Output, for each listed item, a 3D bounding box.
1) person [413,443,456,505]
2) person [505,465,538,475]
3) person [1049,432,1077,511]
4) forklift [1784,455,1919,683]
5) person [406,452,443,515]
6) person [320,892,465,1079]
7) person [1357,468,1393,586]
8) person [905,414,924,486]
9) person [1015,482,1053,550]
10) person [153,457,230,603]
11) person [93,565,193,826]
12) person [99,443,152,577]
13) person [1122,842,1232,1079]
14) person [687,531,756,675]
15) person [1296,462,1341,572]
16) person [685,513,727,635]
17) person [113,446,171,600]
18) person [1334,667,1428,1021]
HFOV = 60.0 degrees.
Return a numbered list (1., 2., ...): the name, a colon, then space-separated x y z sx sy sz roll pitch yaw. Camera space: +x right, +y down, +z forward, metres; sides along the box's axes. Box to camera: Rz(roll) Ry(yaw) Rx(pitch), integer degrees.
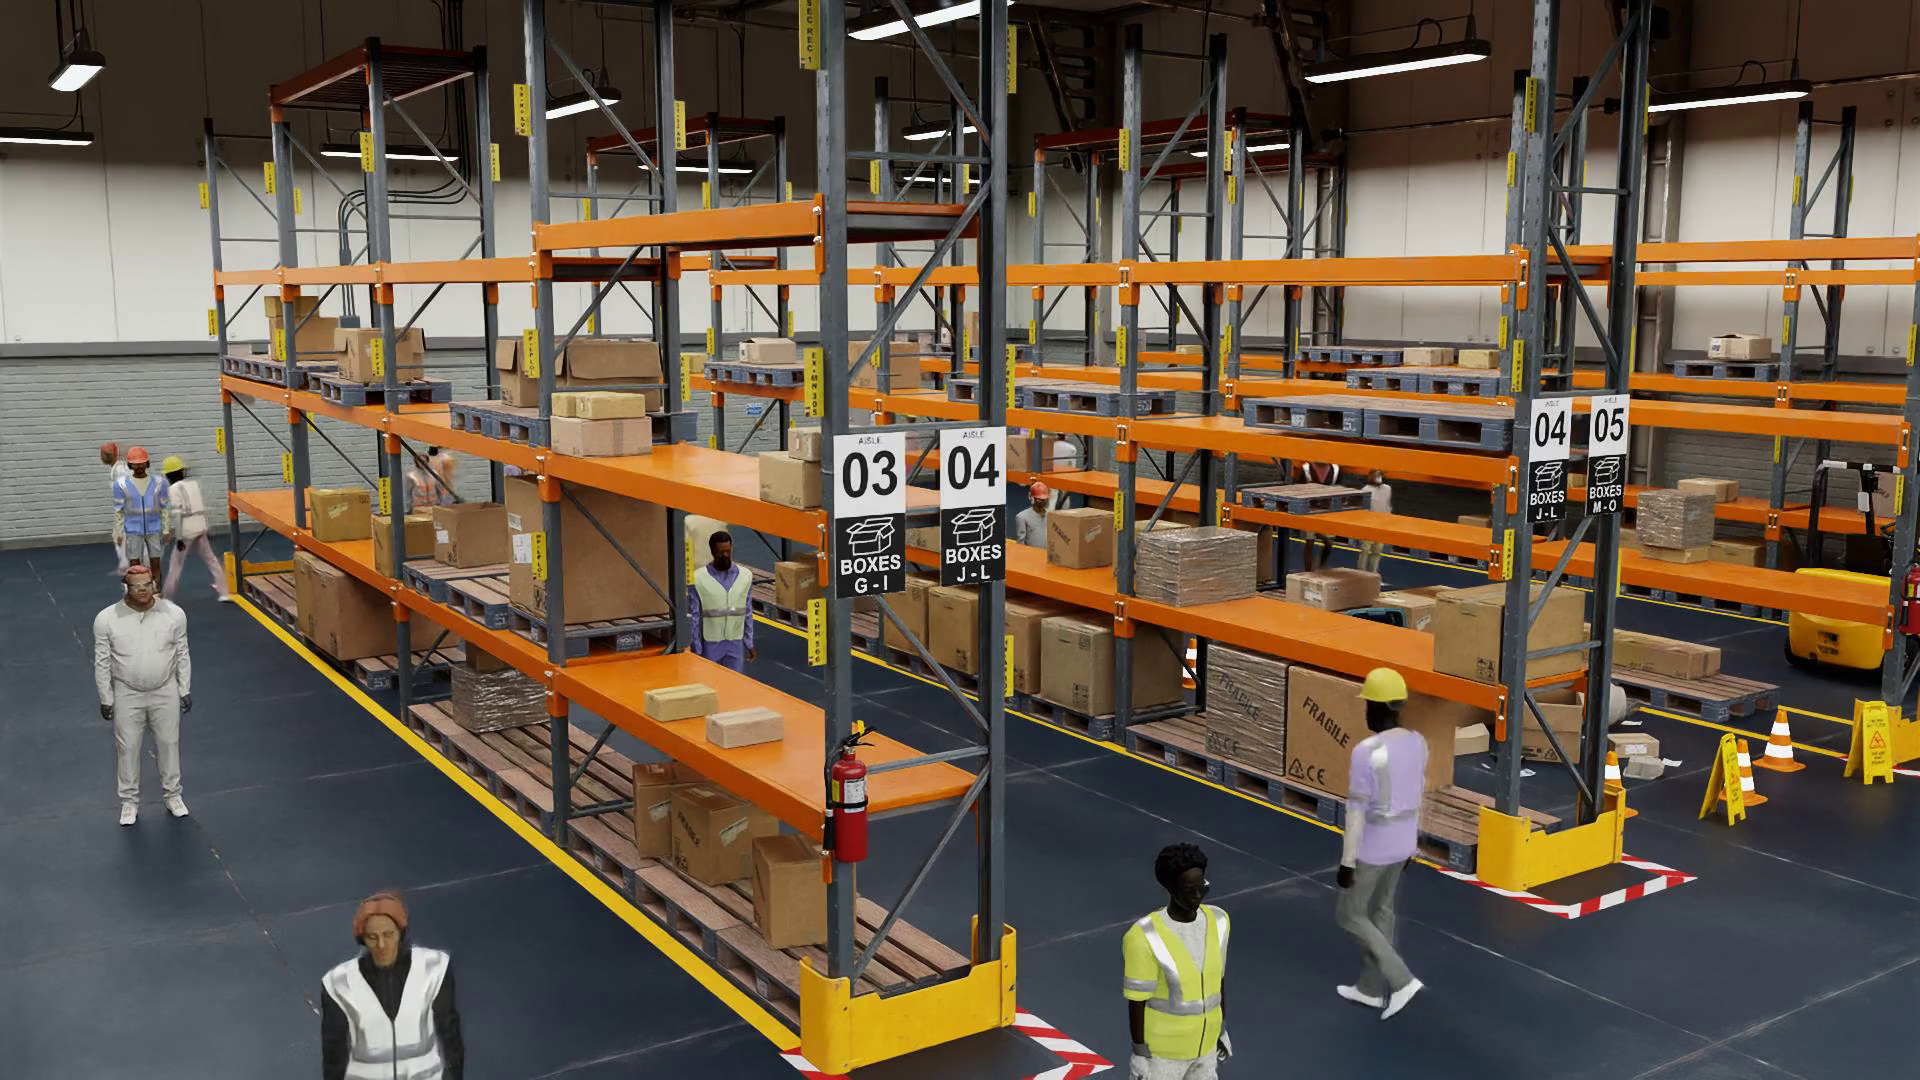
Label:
1. person: -7.711 -0.669 24.436 0.612 1.856 1.034 5 10 32
2. person: -6.465 -0.586 24.611 0.504 1.633 0.279 -6 10 -33
3. person: 1.636 -1.051 27.435 0.569 1.722 0.822 2 9 16
4. forklift: 9.643 0.253 17.172 2.313 2.155 1.214 -6 10 -33
5. person: -7.680 -0.463 23.822 0.526 1.620 0.554 -7 11 -38
6. person: -2.218 2.136 6.514 0.524 1.619 0.588 -3 9 -22
7. person: 5.476 -0.181 21.999 0.524 1.617 0.361 -3 9 -20
8. person: -0.906 -1.598 31.049 0.823 1.724 0.533 7 11 37
9. person: 0.891 0.211 18.909 0.569 1.751 0.329 -6 10 -33
10. person: -9.604 -0.103 20.655 1.013 1.852 0.687 1 9 8
11. person: -6.005 1.130 12.264 0.647 1.913 0.409 -6 10 -33
12. person: -11.440 -0.412 22.792 0.741 1.831 0.608 -4 10 -26
13. person: 0.896 2.057 6.809 0.538 1.696 0.317 -6 10 -33
14. person: -2.006 0.868 13.986 0.594 1.919 0.388 -6 10 -33
15. person: 4.643 -0.328 21.628 0.653 2.016 0.499 0 9 -2
16. person: -2.892 0.244 18.723 0.587 1.735 0.402 -6 10 -33
17. person: -9.883 -0.117 20.133 0.611 2.043 0.374 -6 10 -33
18. person: 2.271 1.632 8.900 0.613 1.912 0.545 -7 11 -40
